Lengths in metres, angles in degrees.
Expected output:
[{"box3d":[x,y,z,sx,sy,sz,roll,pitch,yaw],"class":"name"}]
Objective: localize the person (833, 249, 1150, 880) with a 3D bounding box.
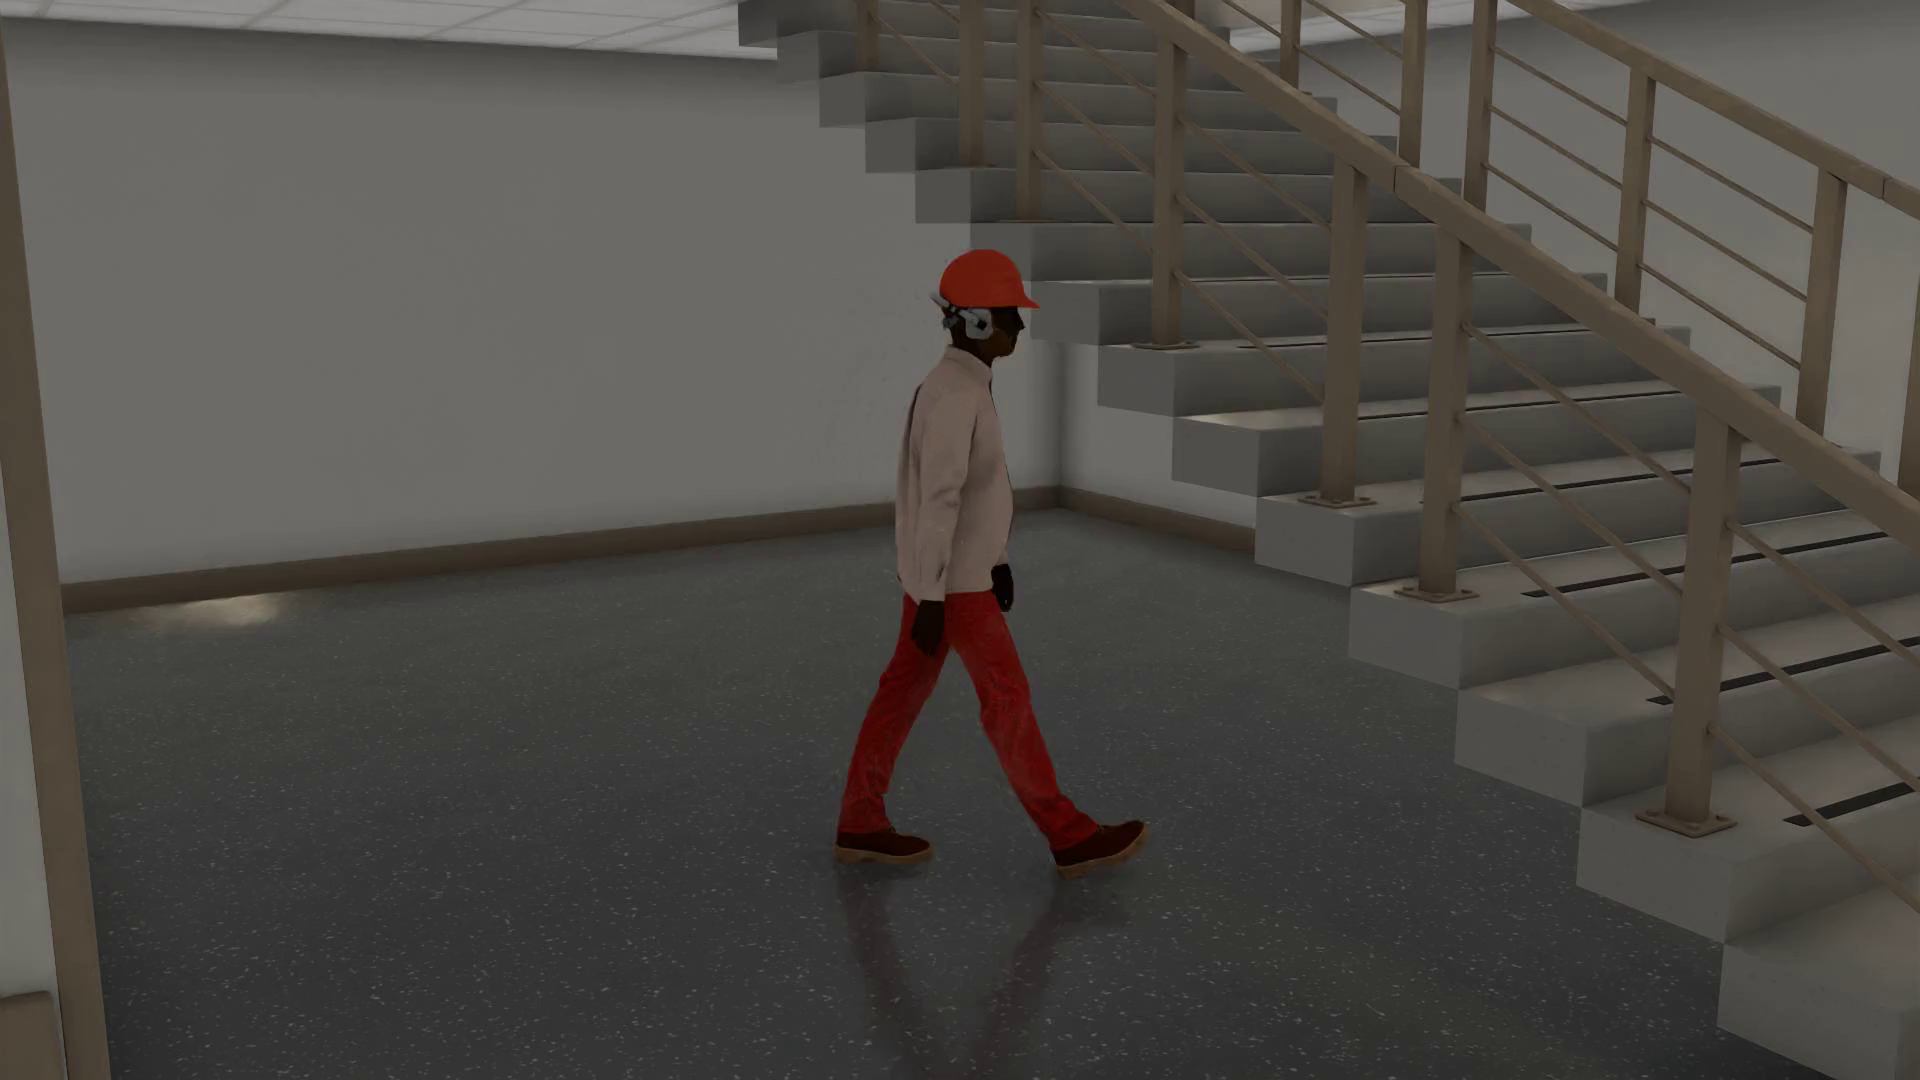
[{"box3d":[0.064,0.092,5.127,1.024,1.934,0.640,0,11,-2],"class":"person"}]
